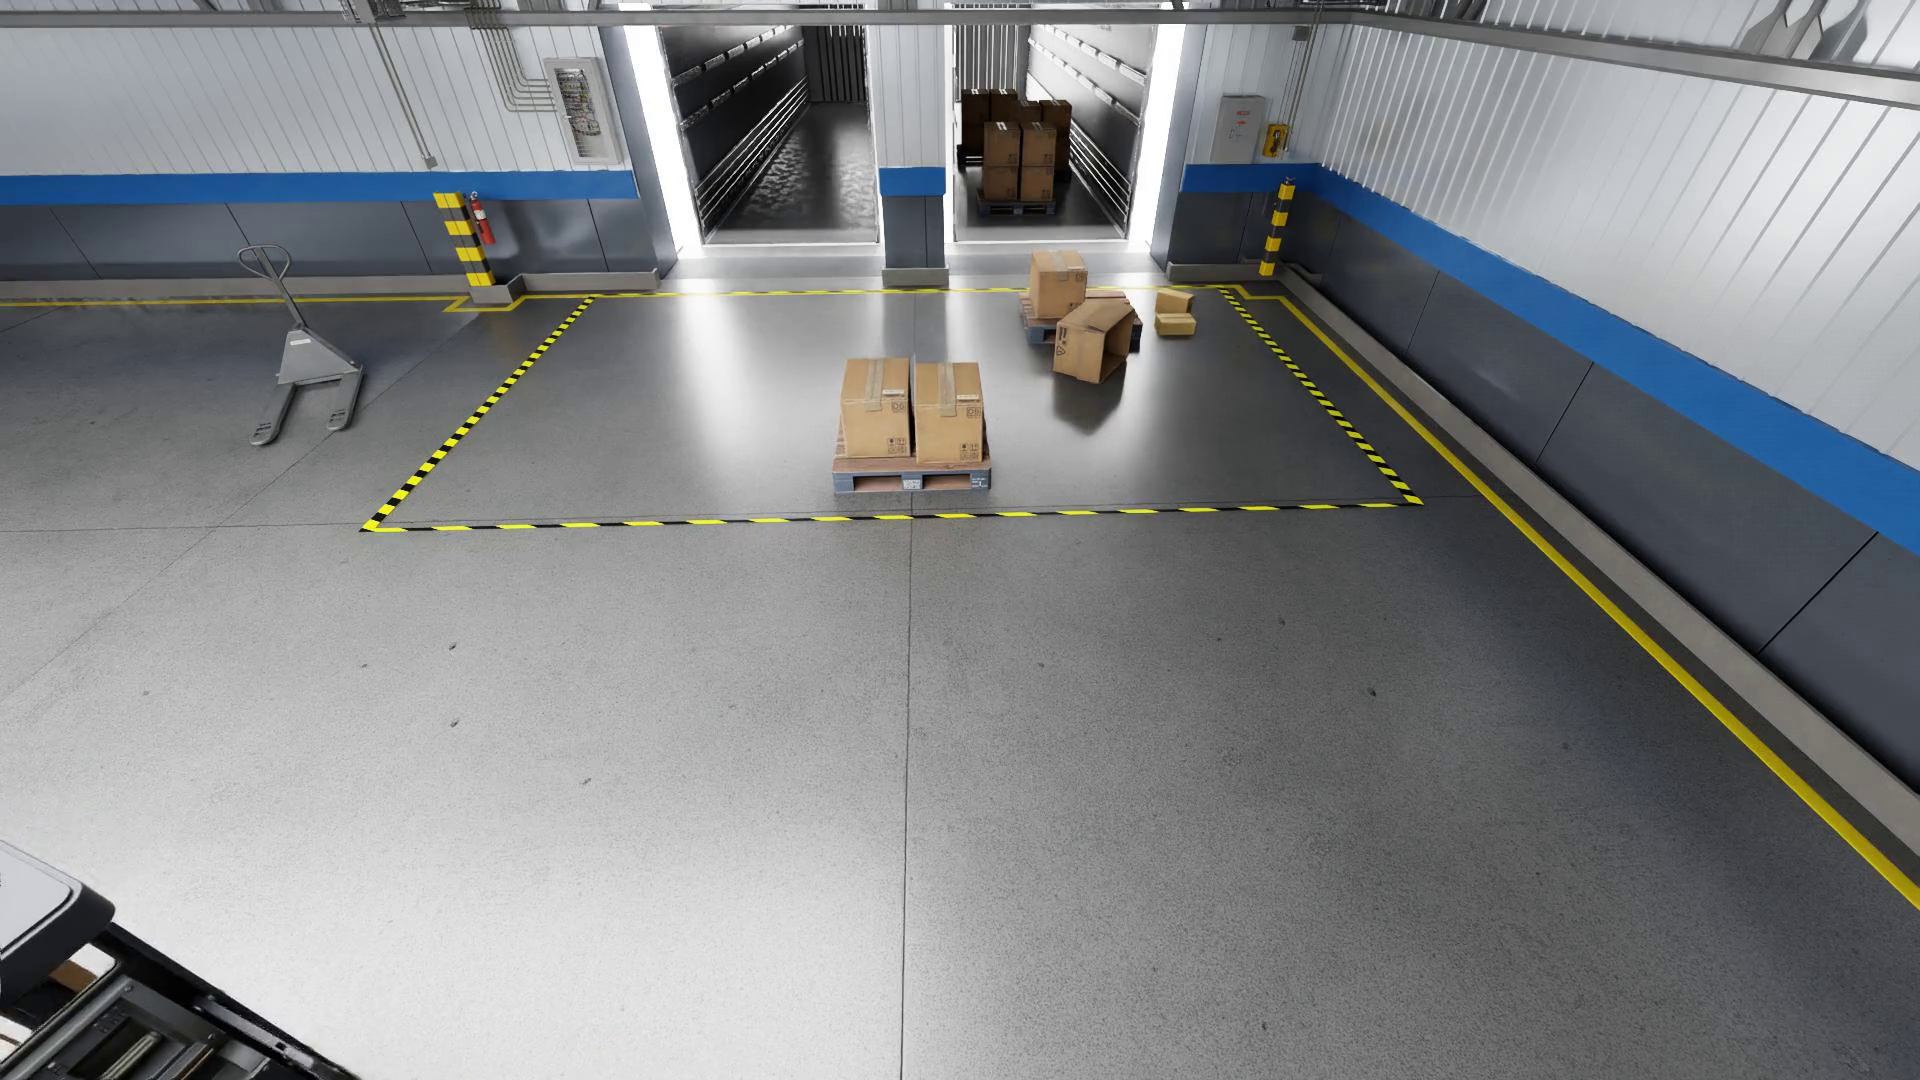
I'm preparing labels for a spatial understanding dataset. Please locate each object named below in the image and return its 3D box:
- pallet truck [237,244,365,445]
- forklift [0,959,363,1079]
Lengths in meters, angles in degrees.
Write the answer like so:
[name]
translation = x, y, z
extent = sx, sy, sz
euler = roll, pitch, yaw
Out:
[pallet truck]
translation = -5.915, -1.733, 6.366
extent = 0.680, 1.201, 1.601
euler = -18, 42, -21
[forklift]
translation = -2.323, 1.411, 1.759
extent = 0.776, 2.013, 0.716
euler = 13, 40, 15
